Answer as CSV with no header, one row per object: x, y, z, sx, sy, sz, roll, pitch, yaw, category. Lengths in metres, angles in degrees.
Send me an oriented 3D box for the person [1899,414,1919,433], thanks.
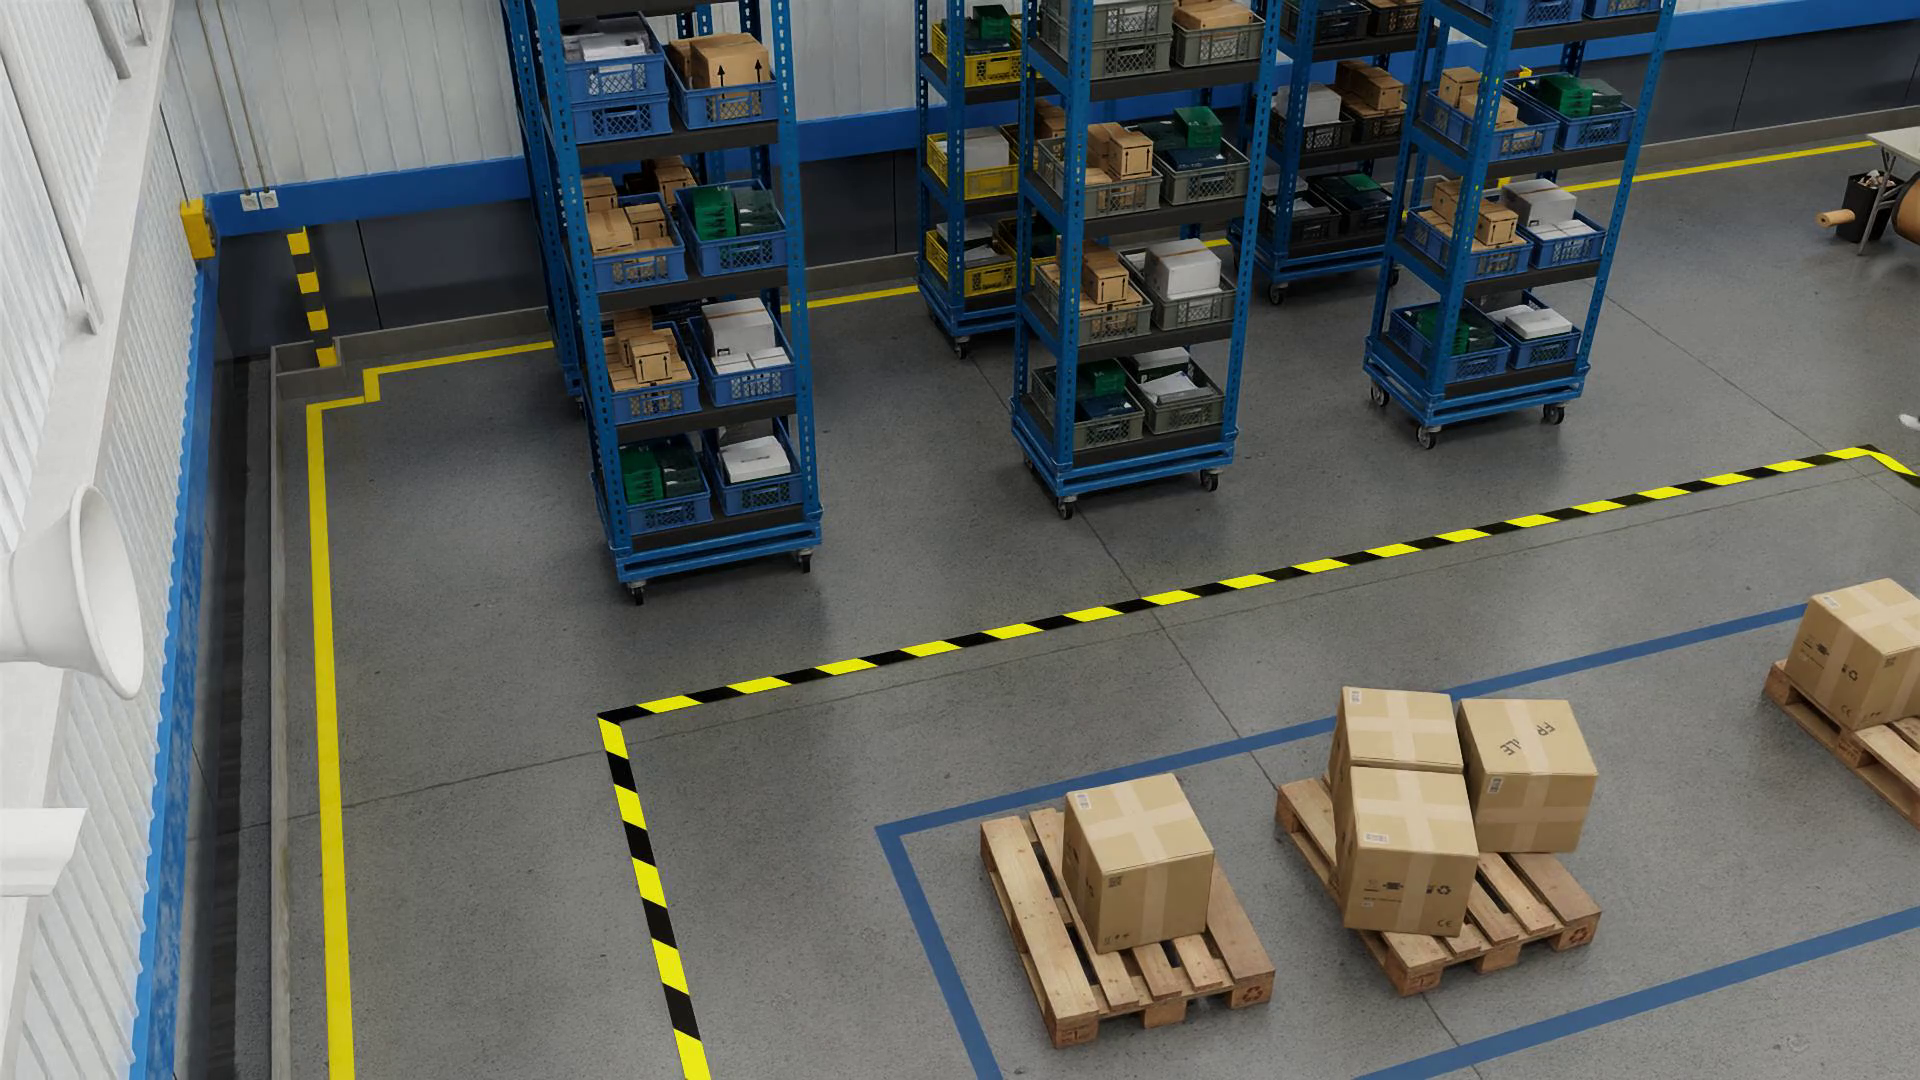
6.552,-1.382,10.660,0.589,1.833,0.607,-13,37,-17,person
